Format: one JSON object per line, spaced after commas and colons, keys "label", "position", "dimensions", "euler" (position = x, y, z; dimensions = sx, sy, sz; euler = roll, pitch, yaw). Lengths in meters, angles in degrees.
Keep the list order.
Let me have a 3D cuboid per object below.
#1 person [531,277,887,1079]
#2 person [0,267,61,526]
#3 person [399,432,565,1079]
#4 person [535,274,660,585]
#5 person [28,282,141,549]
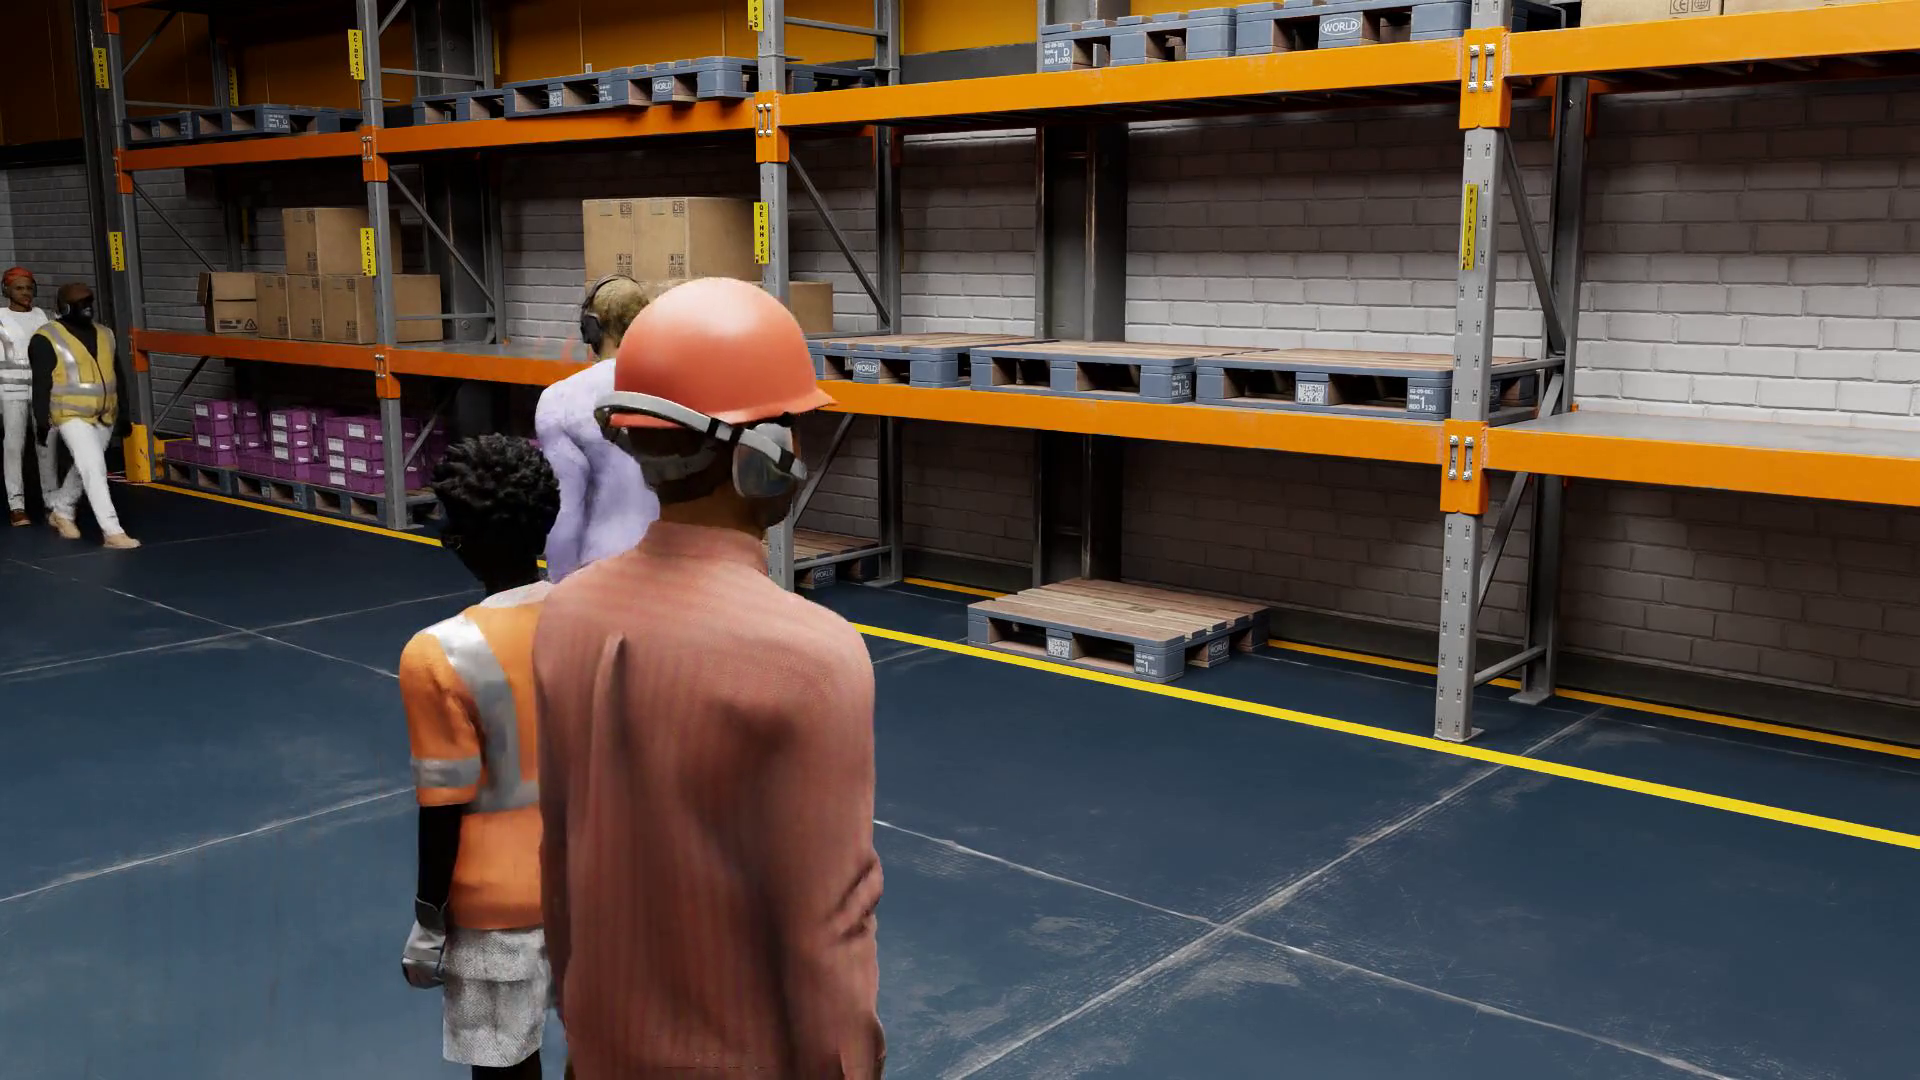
{"label": "person", "position": [-0.338, 0.666, 2.135], "dimensions": [0.628, 1.983, 0.500], "euler": [9, 14, 43]}
{"label": "person", "position": [-6.838, -1.051, 12.207], "dimensions": [0.345, 1.883, 0.584], "euler": [8, 13, 38]}
{"label": "person", "position": [-0.803, 0.646, 3.091], "dimensions": [0.319, 1.693, 0.532], "euler": [6, 12, 31]}
{"label": "person", "position": [-1.089, 0.111, 5.441], "dimensions": [0.631, 1.940, 0.372], "euler": [-9, 14, -43]}
{"label": "person", "position": [-6.011, -0.853, 11.343], "dimensions": [0.964, 1.803, 0.636], "euler": [4, 11, 22]}
